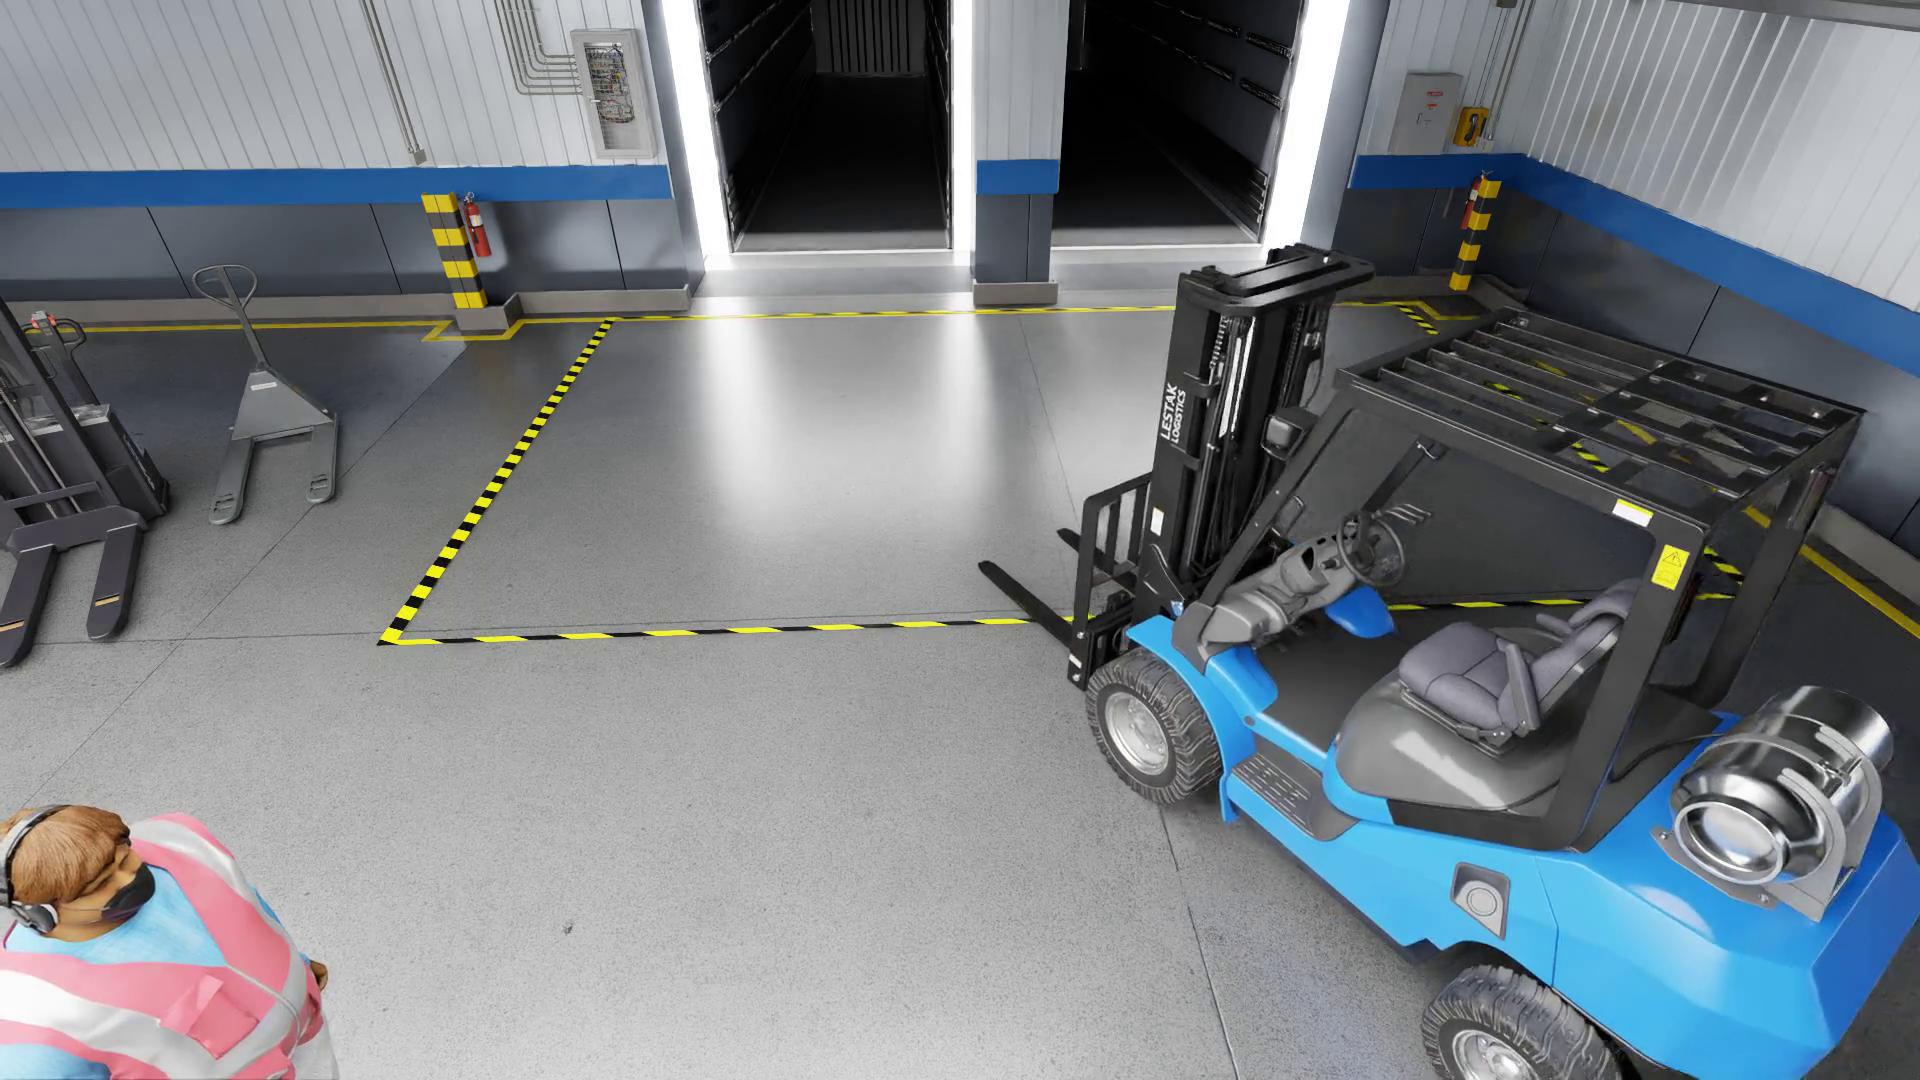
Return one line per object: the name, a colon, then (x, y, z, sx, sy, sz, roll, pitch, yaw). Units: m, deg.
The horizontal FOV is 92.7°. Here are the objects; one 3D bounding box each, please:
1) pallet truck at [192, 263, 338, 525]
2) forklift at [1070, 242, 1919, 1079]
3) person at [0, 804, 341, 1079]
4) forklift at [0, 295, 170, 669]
pallet truck: (-4.778, -1.027, 6.128, 0.680, 1.201, 1.601, -17, 38, -23)
forklift: (1.735, 0.314, 3.227, 1.157, 2.036, 2.680, -22, 40, -28)
person: (-1.790, 1.291, 2.274, 0.429, 1.837, 0.633, -2, 35, -3)
forklift: (-5.212, -0.618, 4.878, 0.823, 1.965, 1.885, -20, 39, -26)
